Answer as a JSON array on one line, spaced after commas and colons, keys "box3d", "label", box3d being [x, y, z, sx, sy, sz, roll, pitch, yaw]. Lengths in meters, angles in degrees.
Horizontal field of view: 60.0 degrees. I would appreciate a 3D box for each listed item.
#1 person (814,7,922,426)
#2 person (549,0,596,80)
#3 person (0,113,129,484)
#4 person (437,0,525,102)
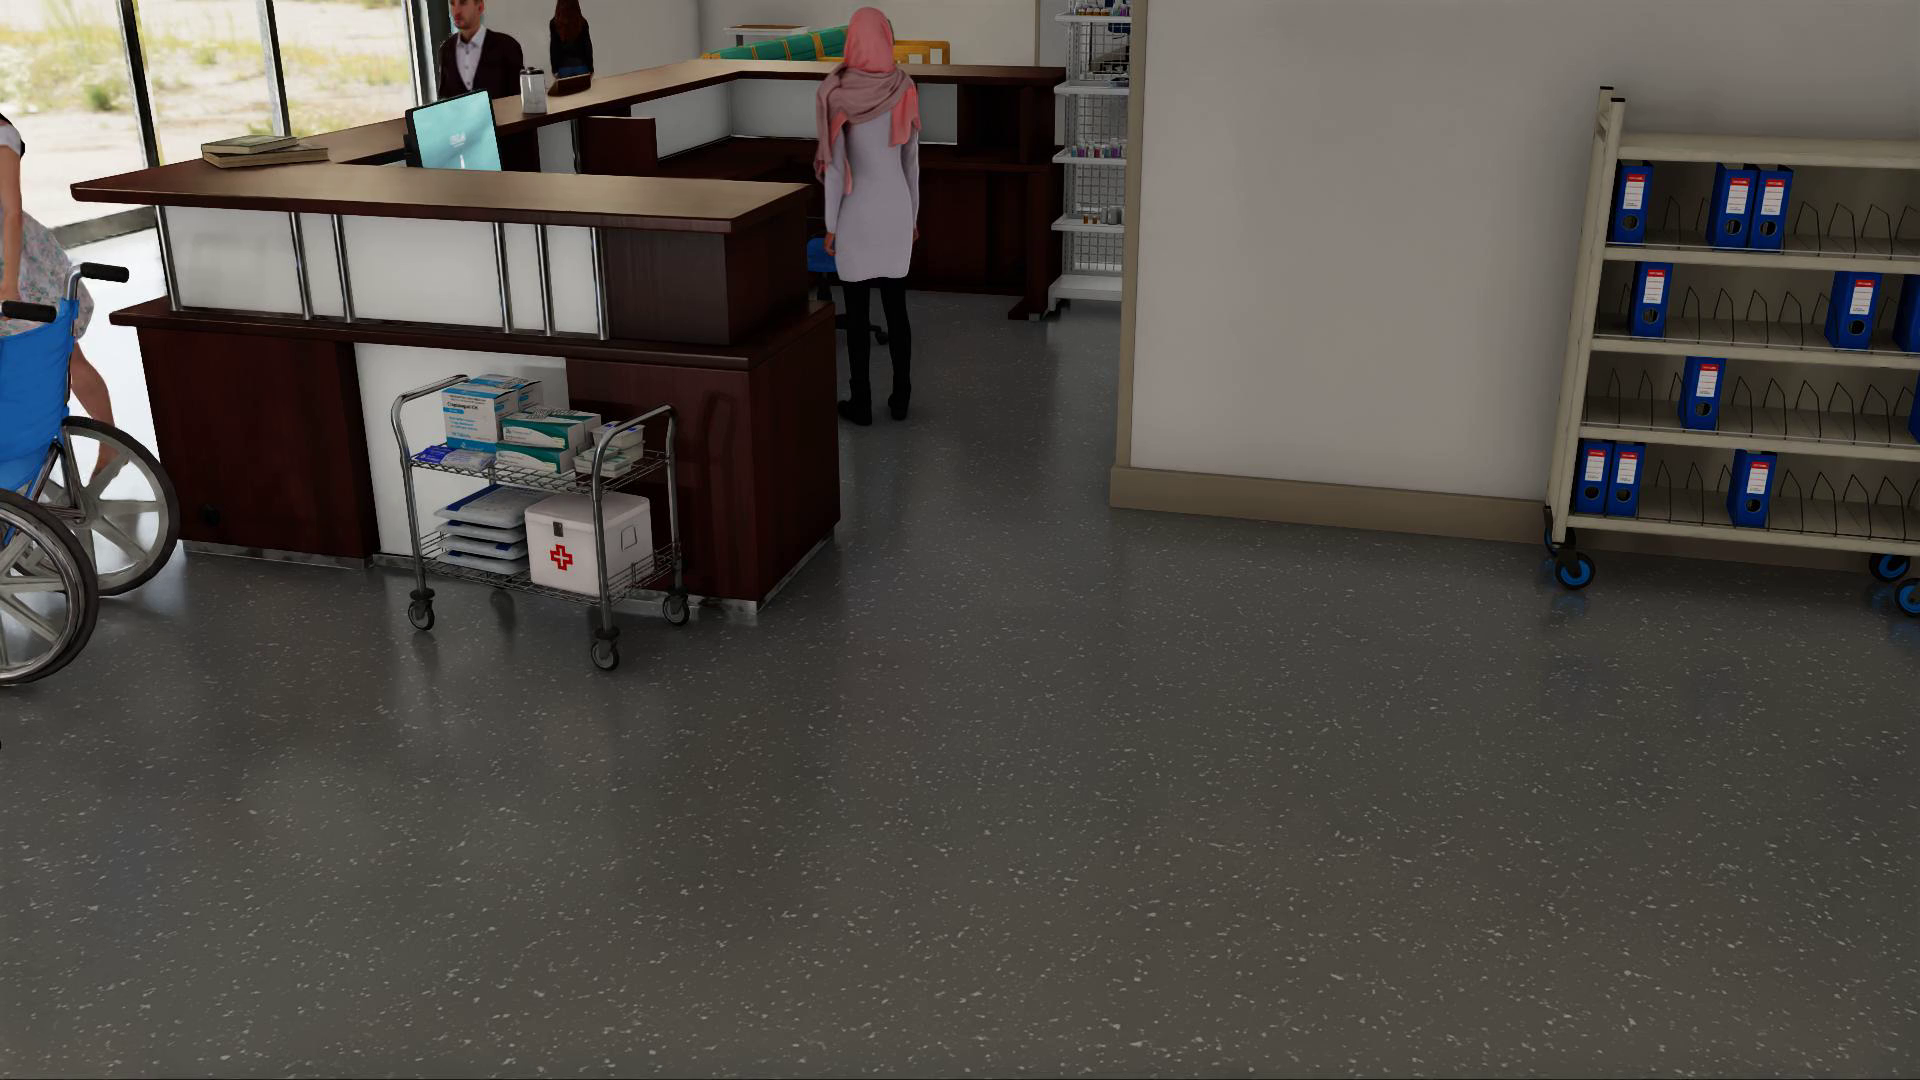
[{"box3d": [-0.385, -1.408, 7.327, 0.726, 1.804, 0.802, -9, 22, -22], "label": "person"}, {"box3d": [-3.820, -4.671, 16.397, 0.601, 1.483, 0.704, -6, 22, -16], "label": "person"}, {"box3d": [-3.475, -0.933, 6.198, 1.153, 1.716, 0.716, 7, 22, 17], "label": "person"}, {"box3d": [-2.565, -2.139, 9.184, 0.643, 1.856, 0.751, 5, 21, 13], "label": "person"}]
